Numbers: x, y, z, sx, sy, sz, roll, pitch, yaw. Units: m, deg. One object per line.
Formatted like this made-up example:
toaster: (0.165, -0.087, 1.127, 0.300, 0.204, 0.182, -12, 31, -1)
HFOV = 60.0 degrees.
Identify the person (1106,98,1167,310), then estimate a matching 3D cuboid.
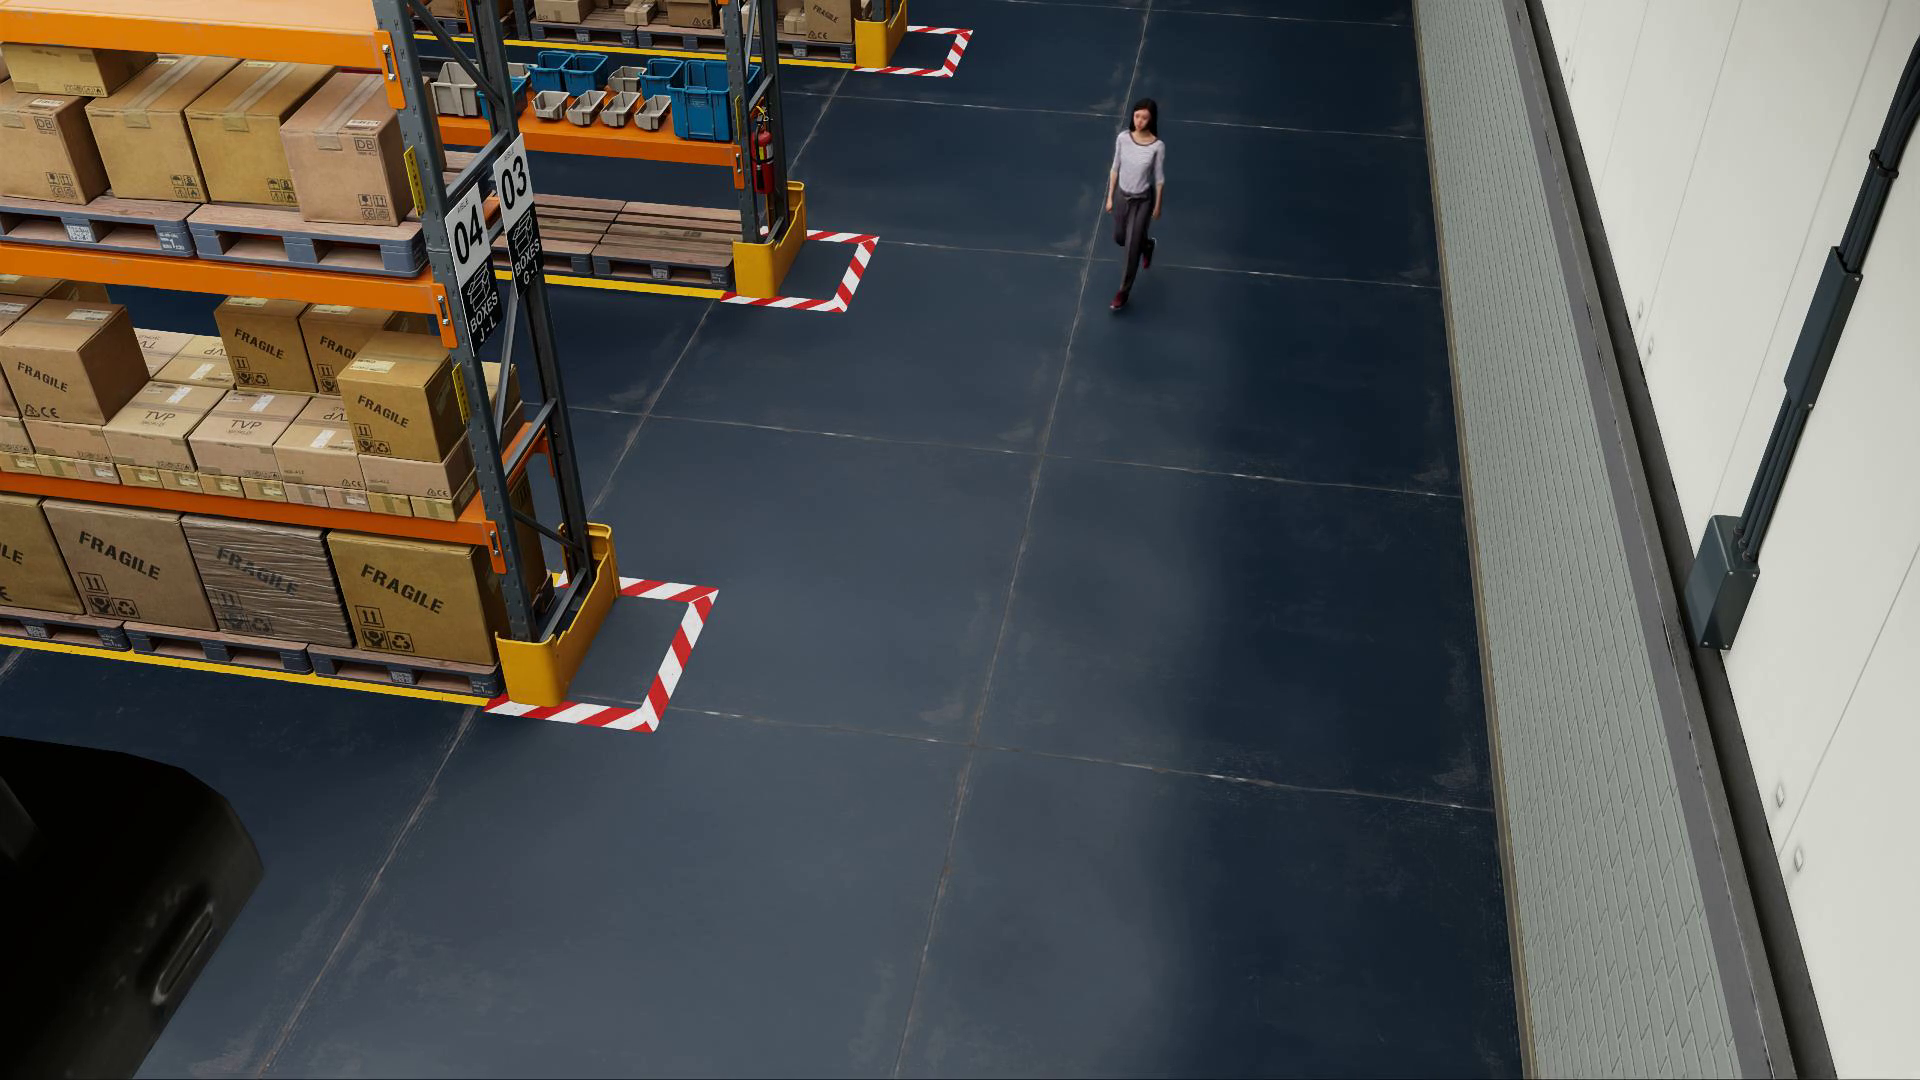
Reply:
person: (1.441, -2.758, 13.409, 1.059, 1.714, 0.923, 20, 42, 24)
